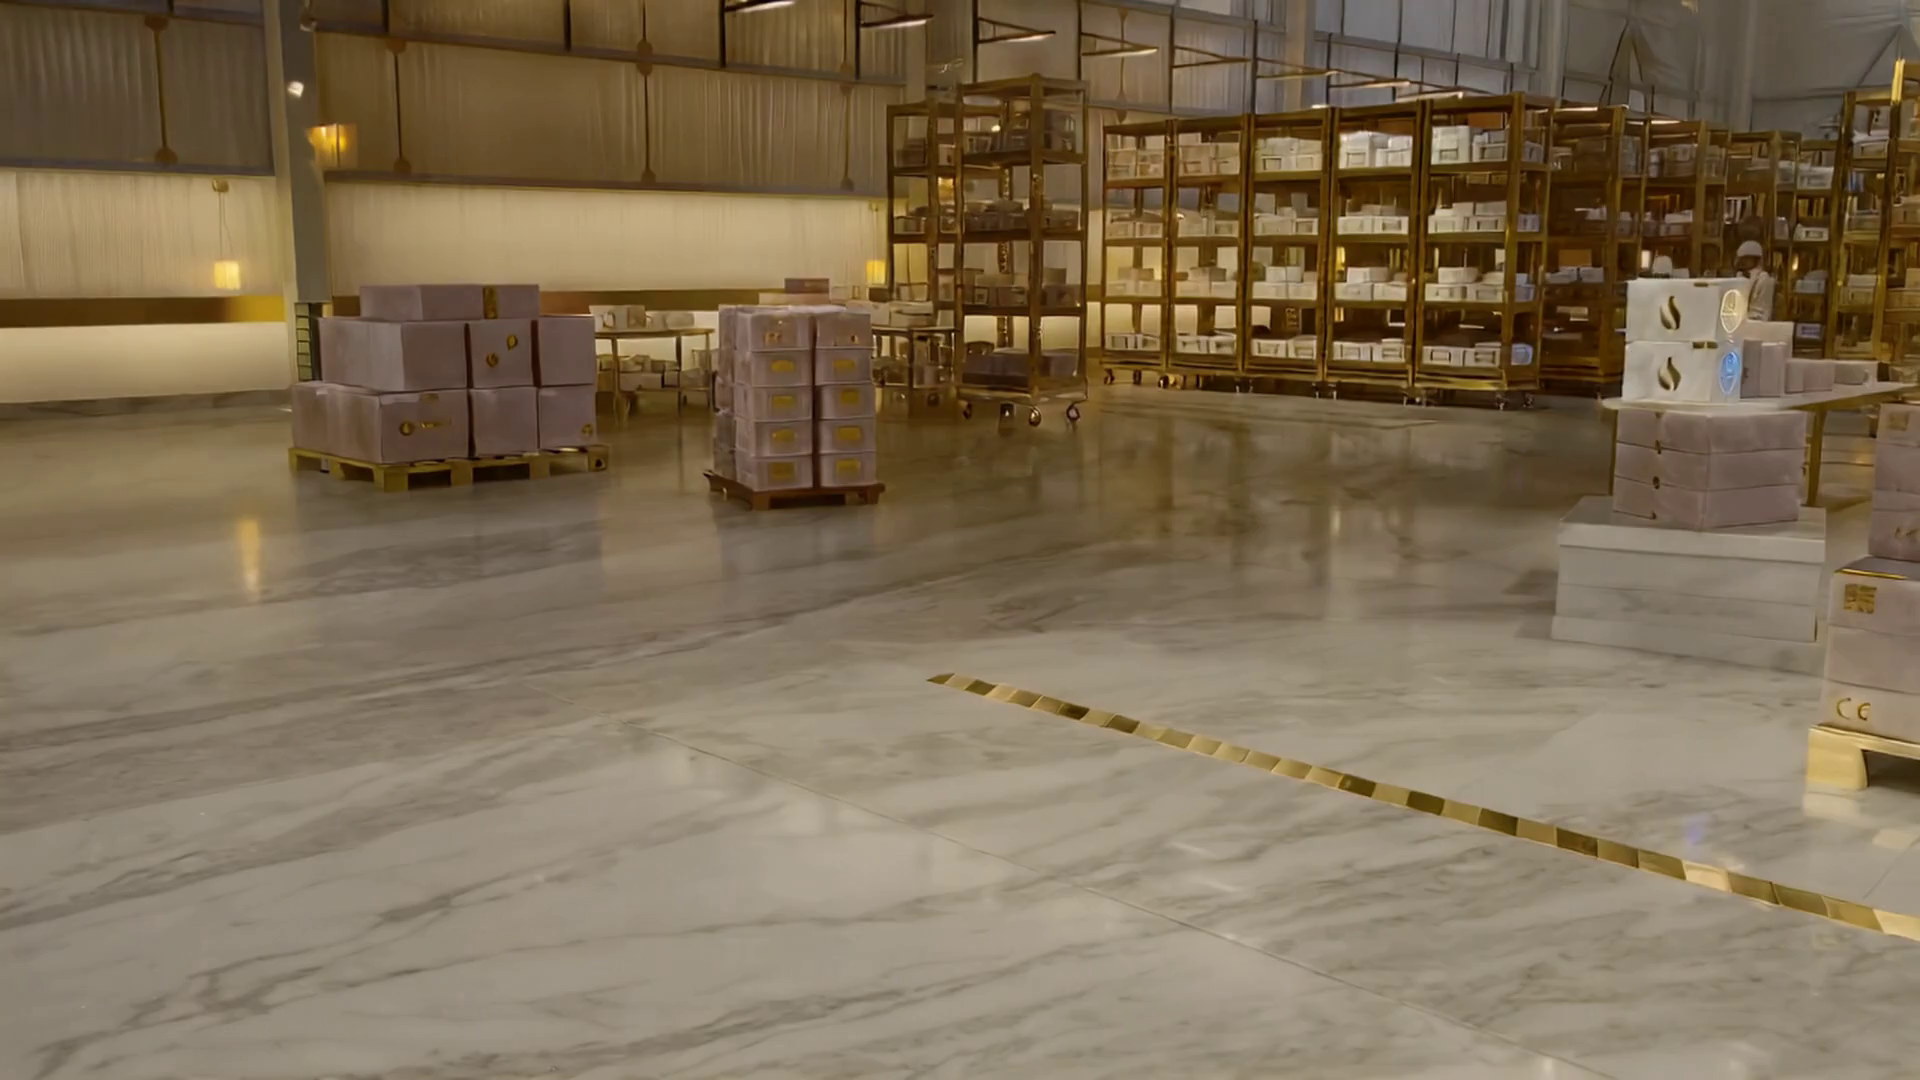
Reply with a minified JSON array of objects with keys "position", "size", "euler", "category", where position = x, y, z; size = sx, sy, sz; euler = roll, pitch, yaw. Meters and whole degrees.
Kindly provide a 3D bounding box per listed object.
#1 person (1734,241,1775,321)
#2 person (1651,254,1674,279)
[{"position":[8.771,-2.350,18.551],"size":[0.390,1.945,0.603],"euler":[-2,10,-14],"category":"person"},{"position":[8.065,-2.376,19.129],"size":[0.592,1.807,0.603],"euler":[-9,13,-44],"category":"person"}]
